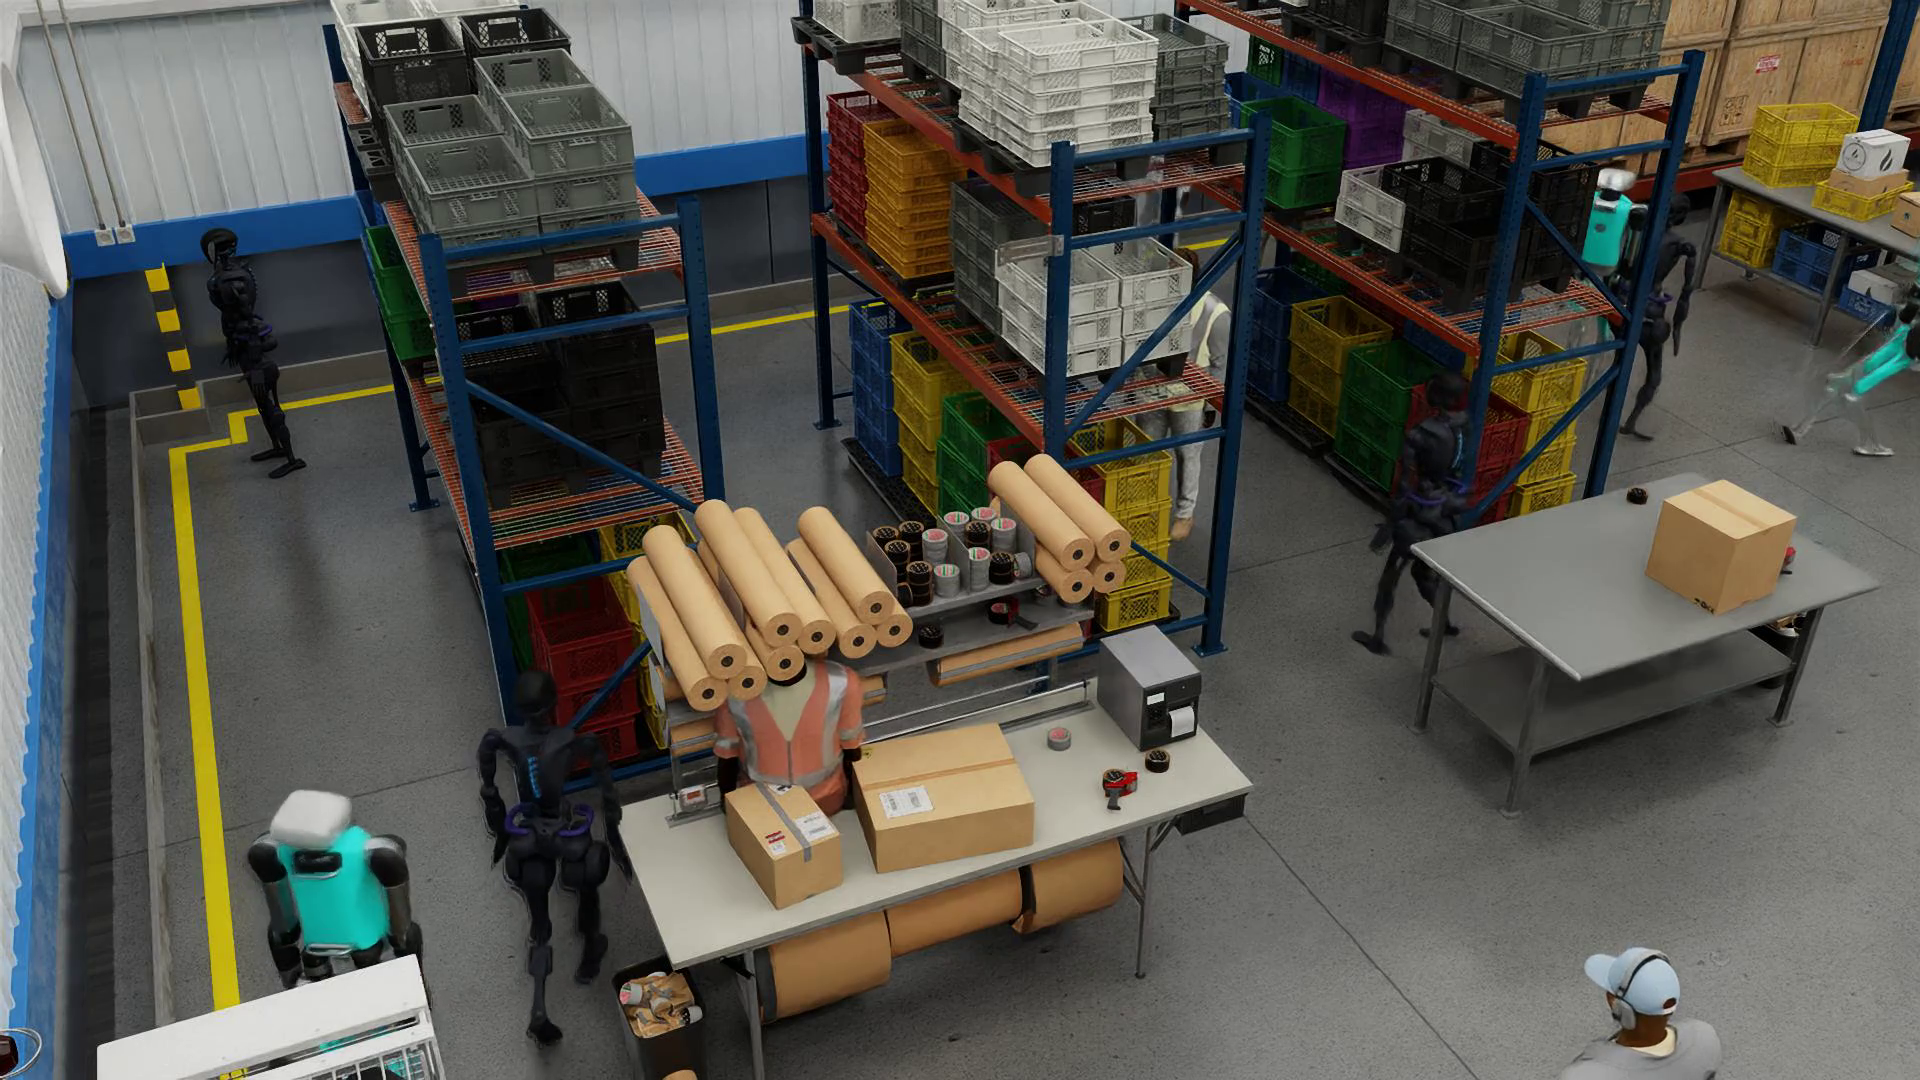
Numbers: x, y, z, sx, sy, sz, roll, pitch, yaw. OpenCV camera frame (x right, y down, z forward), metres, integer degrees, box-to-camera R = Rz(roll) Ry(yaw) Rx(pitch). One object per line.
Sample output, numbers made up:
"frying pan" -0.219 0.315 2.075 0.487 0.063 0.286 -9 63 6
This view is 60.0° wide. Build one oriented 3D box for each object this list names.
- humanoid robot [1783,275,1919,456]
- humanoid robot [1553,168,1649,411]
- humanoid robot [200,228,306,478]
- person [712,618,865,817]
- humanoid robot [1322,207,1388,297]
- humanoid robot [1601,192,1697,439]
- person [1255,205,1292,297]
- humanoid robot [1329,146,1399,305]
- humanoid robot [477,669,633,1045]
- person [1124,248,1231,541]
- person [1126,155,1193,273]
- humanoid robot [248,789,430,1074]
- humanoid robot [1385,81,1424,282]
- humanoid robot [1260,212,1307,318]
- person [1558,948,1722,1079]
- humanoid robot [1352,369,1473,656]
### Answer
"humanoid robot" 5.912 -1.305 10.750 0.905 1.832 0.556 4 32 7
"humanoid robot" 4.362 -1.756 11.386 0.536 1.750 0.773 18 36 26
"humanoid robot" -4.504 -1.189 10.543 0.315 1.657 0.599 -22 38 -31
"person" -0.671 1.040 6.670 0.598 1.957 0.364 -3 32 -5
"humanoid robot" 3.150 -2.656 12.888 0.535 1.792 0.670 -11 33 -18
"humanoid robot" 4.537 -1.500 11.073 0.436 1.644 0.613 -20 37 -29
"person" 2.515 -2.729 12.927 0.586 1.823 0.405 -5 32 -7
"humanoid robot" 2.925 -2.145 12.024 0.538 1.771 0.681 4 32 7
"humanoid robot" -1.623 1.247 6.623 0.589 1.631 0.670 1 32 2
"person" 1.259 -0.863 9.872 0.622 1.844 0.431 19 36 27
"person" 1.549 -2.892 13.169 0.719 1.854 0.338 17 36 25
"humanoid robot" -2.161 1.773 5.757 0.532 1.800 0.840 2 32 3
"humanoid robot" 3.559 -2.899 13.335 0.307 1.652 0.609 6 32 10
"humanoid robot" 2.499 -2.495 12.704 0.565 1.648 0.589 0 32 1
"person" 1.998 1.982 5.247 0.586 1.848 0.392 -14 34 -21
"humanoid robot" 2.502 -0.125 8.842 0.599 1.635 0.451 -21 37 -30
